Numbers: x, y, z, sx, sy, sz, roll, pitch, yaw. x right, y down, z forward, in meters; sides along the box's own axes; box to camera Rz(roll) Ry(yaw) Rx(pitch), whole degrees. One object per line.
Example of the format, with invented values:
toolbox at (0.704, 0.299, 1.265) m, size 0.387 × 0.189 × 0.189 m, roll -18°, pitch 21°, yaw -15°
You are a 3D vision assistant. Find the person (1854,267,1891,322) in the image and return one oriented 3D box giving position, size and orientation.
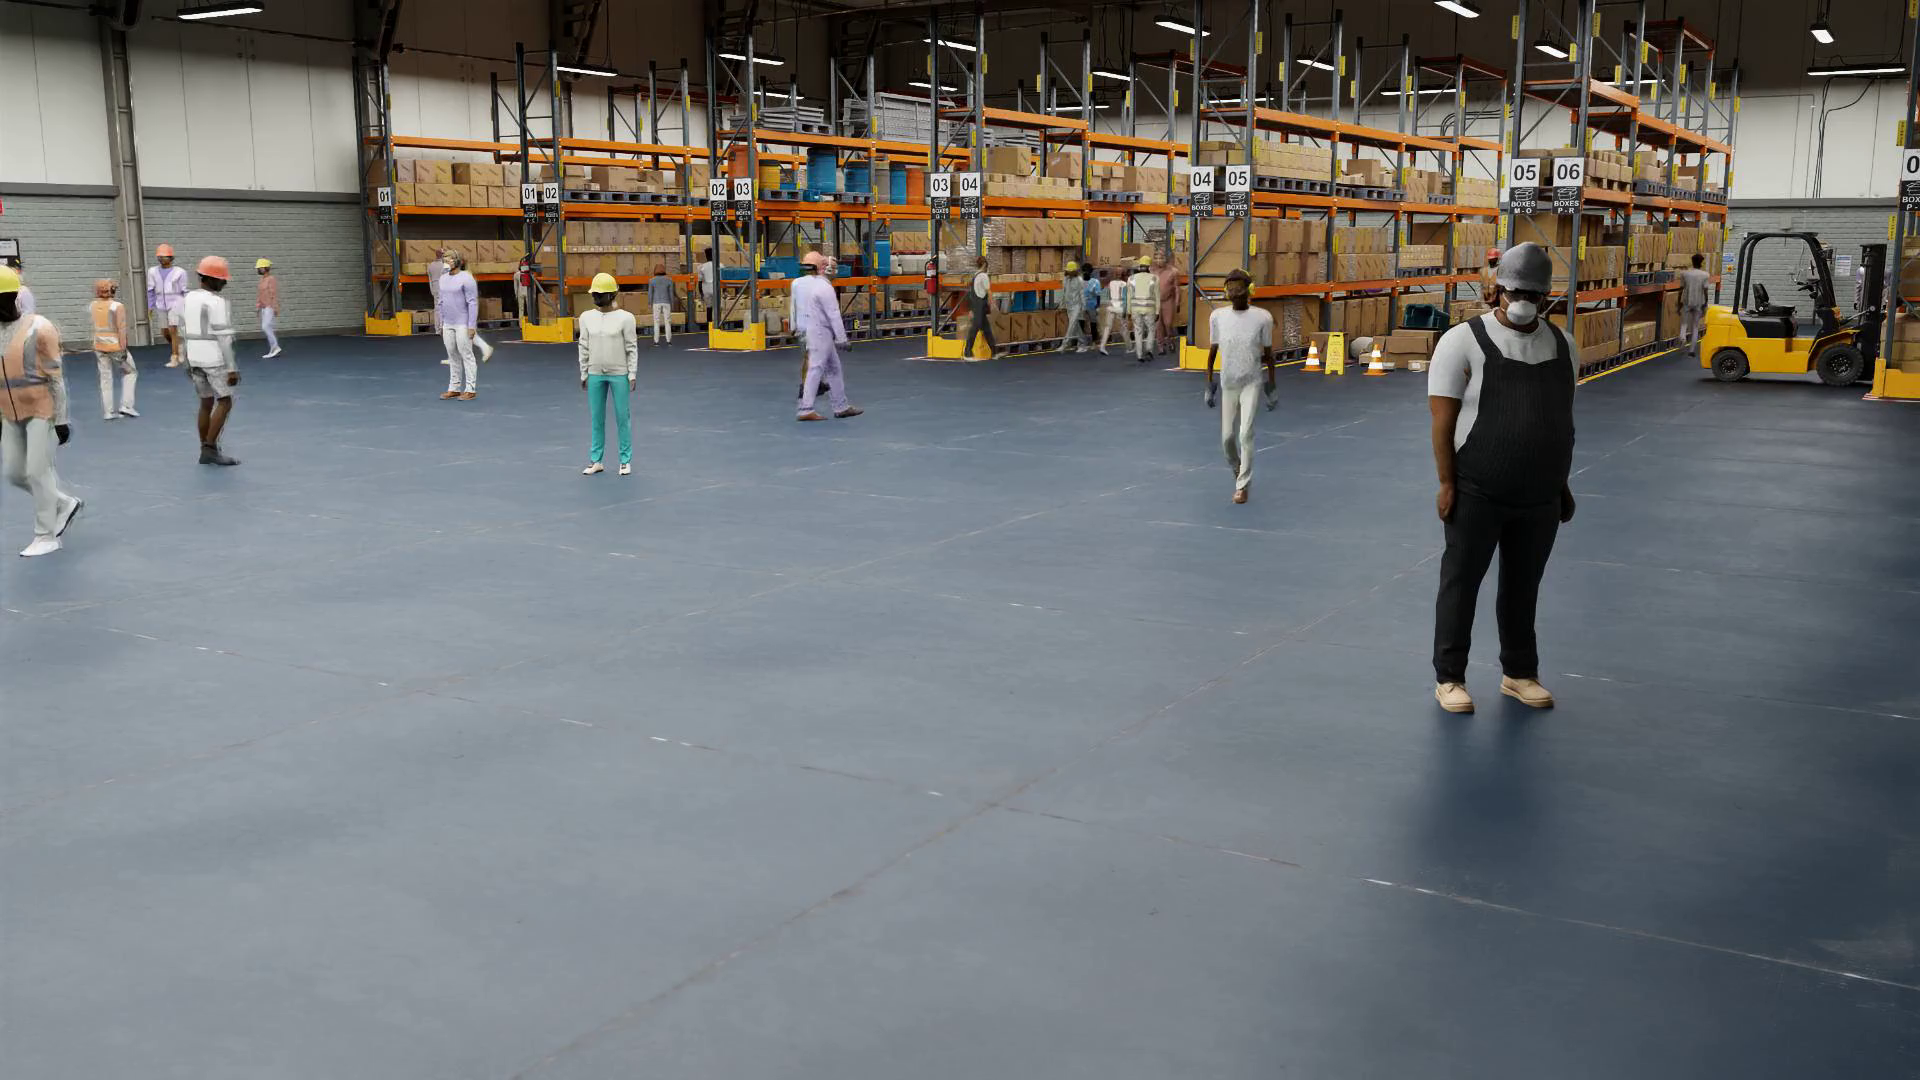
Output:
person at (17.286, -4.553, 31.544) m, size 0.587 × 1.921 × 0.383 m, roll 6°, pitch 12°, yaw 31°

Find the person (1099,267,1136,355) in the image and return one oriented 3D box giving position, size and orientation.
person at (2.858, -4.166, 30.271) m, size 0.854 × 1.598 × 0.522 m, roll -9°, pitch 14°, yaw -41°

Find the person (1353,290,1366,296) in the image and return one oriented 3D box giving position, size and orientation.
person at (9.565, -5.910, 39.237) m, size 0.655 × 1.881 × 0.604 m, roll -5°, pitch 11°, yaw -28°

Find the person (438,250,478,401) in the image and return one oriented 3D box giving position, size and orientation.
person at (-6.478, -2.762, 21.448) m, size 0.628 × 1.940 × 0.377 m, roll 6°, pitch 12°, yaw 32°

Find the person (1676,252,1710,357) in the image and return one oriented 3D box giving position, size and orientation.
person at (12.991, -4.163, 29.504) m, size 0.539 × 1.861 × 0.488 m, roll 6°, pitch 12°, yaw 30°

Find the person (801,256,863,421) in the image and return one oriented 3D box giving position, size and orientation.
person at (-1.444, -2.292, 19.011) m, size 0.887 × 1.866 × 0.637 m, roll -2°, pitch 10°, yaw -13°

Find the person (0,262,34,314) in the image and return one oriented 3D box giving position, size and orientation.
person at (-11.441, -2.433, 19.994) m, size 0.637 × 1.806 × 0.930 m, roll 0°, pitch 10°, yaw 0°

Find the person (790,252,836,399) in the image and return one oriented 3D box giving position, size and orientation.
person at (-1.875, -2.818, 21.858) m, size 0.576 × 1.896 × 0.915 m, roll 6°, pitch 12°, yaw 31°

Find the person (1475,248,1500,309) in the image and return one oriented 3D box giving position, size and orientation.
person at (10.295, -4.686, 32.280) m, size 0.564 × 1.924 × 0.405 m, roll 9°, pitch 14°, yaw 42°

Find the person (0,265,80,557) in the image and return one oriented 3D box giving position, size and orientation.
person at (-6.063, -0.850, 10.876) m, size 0.599 × 1.898 × 0.685 m, roll 2°, pitch 10°, yaw 12°

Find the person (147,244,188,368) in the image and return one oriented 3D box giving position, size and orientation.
person at (-12.939, -3.840, 27.285) m, size 0.610 × 2.020 × 0.818 m, roll 0°, pitch 10°, yaw 0°

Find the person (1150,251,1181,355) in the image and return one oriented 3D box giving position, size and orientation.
person at (3.653, -4.290, 30.167) m, size 0.668 × 1.883 × 0.420 m, roll 4°, pitch 11°, yaw 20°

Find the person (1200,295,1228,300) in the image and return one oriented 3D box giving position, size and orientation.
person at (4.649, -4.394, 30.331) m, size 0.606 × 2.035 × 0.405 m, roll 6°, pitch 12°, yaw 30°

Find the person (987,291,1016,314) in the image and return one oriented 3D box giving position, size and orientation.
person at (0.810, -4.813, 32.978) m, size 0.625 × 1.931 × 0.374 m, roll 0°, pitch 10°, yaw 1°

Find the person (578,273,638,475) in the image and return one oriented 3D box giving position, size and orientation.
person at (-3.078, -1.444, 14.554) m, size 0.526 × 1.765 × 0.329 m, roll 1°, pitch 10°, yaw 8°

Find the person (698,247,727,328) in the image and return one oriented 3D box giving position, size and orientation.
person at (-5.475, -5.500, 36.754) m, size 0.644 × 1.945 × 0.783 m, roll 1°, pitch 10°, yaw 4°

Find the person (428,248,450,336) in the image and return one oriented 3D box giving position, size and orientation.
person at (-11.242, -5.378, 36.183) m, size 0.636 × 1.911 × 0.404 m, roll 6°, pitch 12°, yaw 32°

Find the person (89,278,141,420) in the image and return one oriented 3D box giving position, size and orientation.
person at (-9.740, -2.200, 19.193) m, size 0.517 × 1.621 × 0.481 m, roll 3°, pitch 10°, yaw 14°

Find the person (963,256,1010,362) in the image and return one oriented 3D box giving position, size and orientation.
person at (0.465, -3.934, 28.379) m, size 0.934 × 1.792 × 0.622 m, roll -3°, pitch 10°, yaw -14°

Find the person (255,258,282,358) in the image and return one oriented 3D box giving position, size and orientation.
person at (-12.247, -4.081, 29.357) m, size 0.539 × 1.754 × 0.365 m, roll 10°, pitch 14°, yaw 43°

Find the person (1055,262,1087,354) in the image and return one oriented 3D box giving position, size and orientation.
person at (2.058, -4.272, 30.602) m, size 0.881 × 1.675 × 0.513 m, roll -10°, pitch 14°, yaw -44°

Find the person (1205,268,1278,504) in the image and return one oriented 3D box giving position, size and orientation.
person at (2.232, -1.230, 13.161) m, size 0.566 × 1.839 × 0.715 m, roll 4°, pitch 11°, yaw 19°

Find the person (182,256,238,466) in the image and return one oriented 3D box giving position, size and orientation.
person at (-6.866, -1.618, 15.203) m, size 0.620 × 1.909 × 0.427 m, roll 6°, pitch 12°, yaw 32°

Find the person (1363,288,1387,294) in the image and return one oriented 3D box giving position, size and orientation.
person at (9.529, -5.745, 38.188) m, size 0.578 × 1.925 × 0.433 m, roll 7°, pitch 12°, yaw 35°

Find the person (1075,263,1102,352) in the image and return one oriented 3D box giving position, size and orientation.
person at (2.397, -4.354, 31.156) m, size 0.542 × 1.653 × 0.867 m, roll 4°, pitch 11°, yaw 19°

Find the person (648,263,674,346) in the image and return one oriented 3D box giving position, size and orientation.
person at (-5.904, -4.646, 32.870) m, size 0.504 × 1.633 × 0.292 m, roll -3°, pitch 10°, yaw -14°

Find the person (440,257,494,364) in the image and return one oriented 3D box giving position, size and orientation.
person at (-8.323, -3.863, 27.985) m, size 0.835 × 1.813 × 0.630 m, roll -4°, pitch 11°, yaw -21°

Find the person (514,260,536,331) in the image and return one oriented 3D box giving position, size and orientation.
person at (-10.042, -5.641, 38.424) m, size 0.499 × 1.634 × 0.288 m, roll 0°, pitch 10°, yaw 1°

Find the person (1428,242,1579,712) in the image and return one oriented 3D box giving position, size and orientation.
person at (2.382, -0.266, 7.181) m, size 0.673 × 2.000 × 0.536 m, roll -2°, pitch 10°, yaw -11°

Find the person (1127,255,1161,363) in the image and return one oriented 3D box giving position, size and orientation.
person at (3.102, -3.880, 28.063) m, size 0.594 × 1.817 × 0.431 m, roll 3°, pitch 11°, yaw 16°
